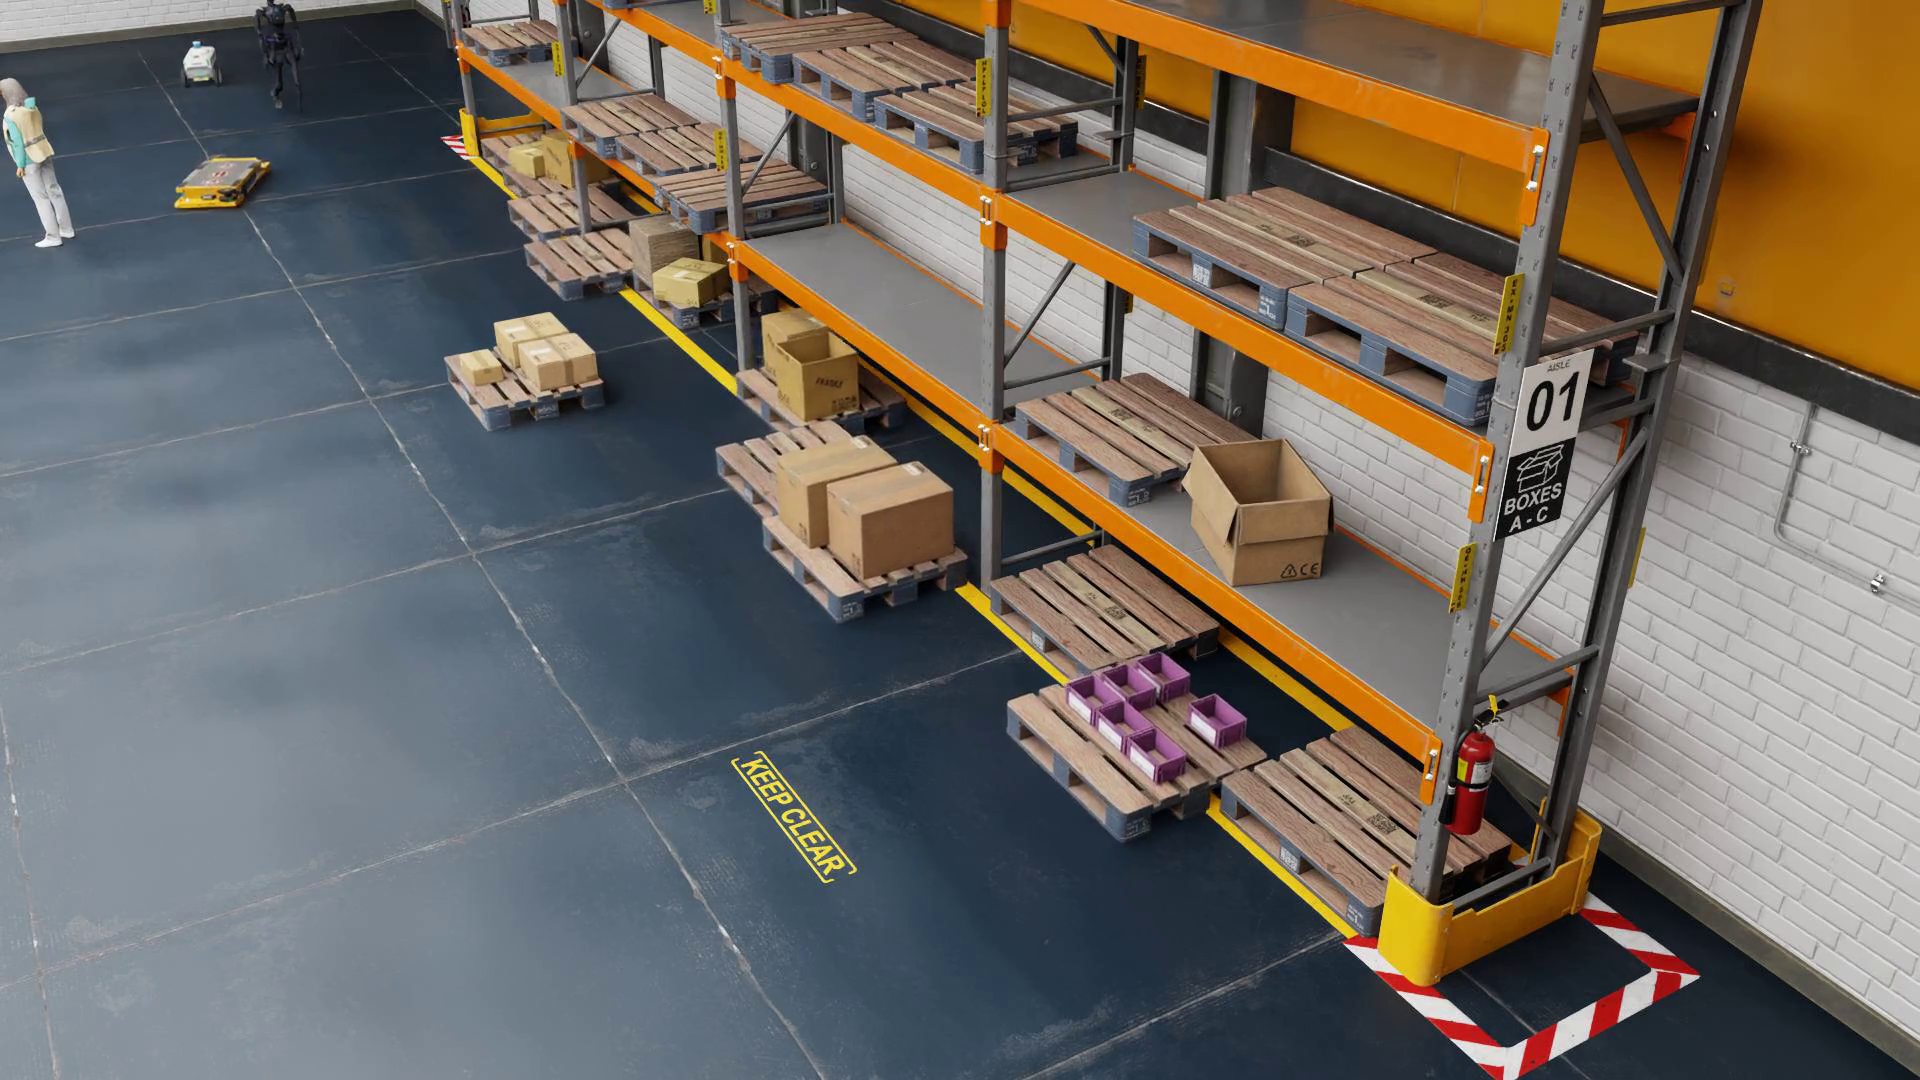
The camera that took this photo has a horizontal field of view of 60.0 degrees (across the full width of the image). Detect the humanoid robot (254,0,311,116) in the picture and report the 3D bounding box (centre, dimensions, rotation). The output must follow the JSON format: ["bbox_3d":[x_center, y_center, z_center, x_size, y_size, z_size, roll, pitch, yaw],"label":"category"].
[{"bbox_3d":[-8.734,-6.329,21.395,0.596,1.641,0.608,-23,37,-35],"label":"humanoid robot"}]

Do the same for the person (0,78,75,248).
[{"bbox_3d":[-9.416,-3.839,16.944,0.368,1.710,0.468,4,30,7],"label":"person"}]

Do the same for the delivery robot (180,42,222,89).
[{"bbox_3d":[-10.452,-6.556,22.894,0.499,0.572,0.747,-8,30,-13],"label":"delivery robot"}]

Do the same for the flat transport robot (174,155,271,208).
[{"bbox_3d":[-8.320,-4.051,18.784,0.659,0.231,1.431,-3,30,-5],"label":"flat transport robot"}]
